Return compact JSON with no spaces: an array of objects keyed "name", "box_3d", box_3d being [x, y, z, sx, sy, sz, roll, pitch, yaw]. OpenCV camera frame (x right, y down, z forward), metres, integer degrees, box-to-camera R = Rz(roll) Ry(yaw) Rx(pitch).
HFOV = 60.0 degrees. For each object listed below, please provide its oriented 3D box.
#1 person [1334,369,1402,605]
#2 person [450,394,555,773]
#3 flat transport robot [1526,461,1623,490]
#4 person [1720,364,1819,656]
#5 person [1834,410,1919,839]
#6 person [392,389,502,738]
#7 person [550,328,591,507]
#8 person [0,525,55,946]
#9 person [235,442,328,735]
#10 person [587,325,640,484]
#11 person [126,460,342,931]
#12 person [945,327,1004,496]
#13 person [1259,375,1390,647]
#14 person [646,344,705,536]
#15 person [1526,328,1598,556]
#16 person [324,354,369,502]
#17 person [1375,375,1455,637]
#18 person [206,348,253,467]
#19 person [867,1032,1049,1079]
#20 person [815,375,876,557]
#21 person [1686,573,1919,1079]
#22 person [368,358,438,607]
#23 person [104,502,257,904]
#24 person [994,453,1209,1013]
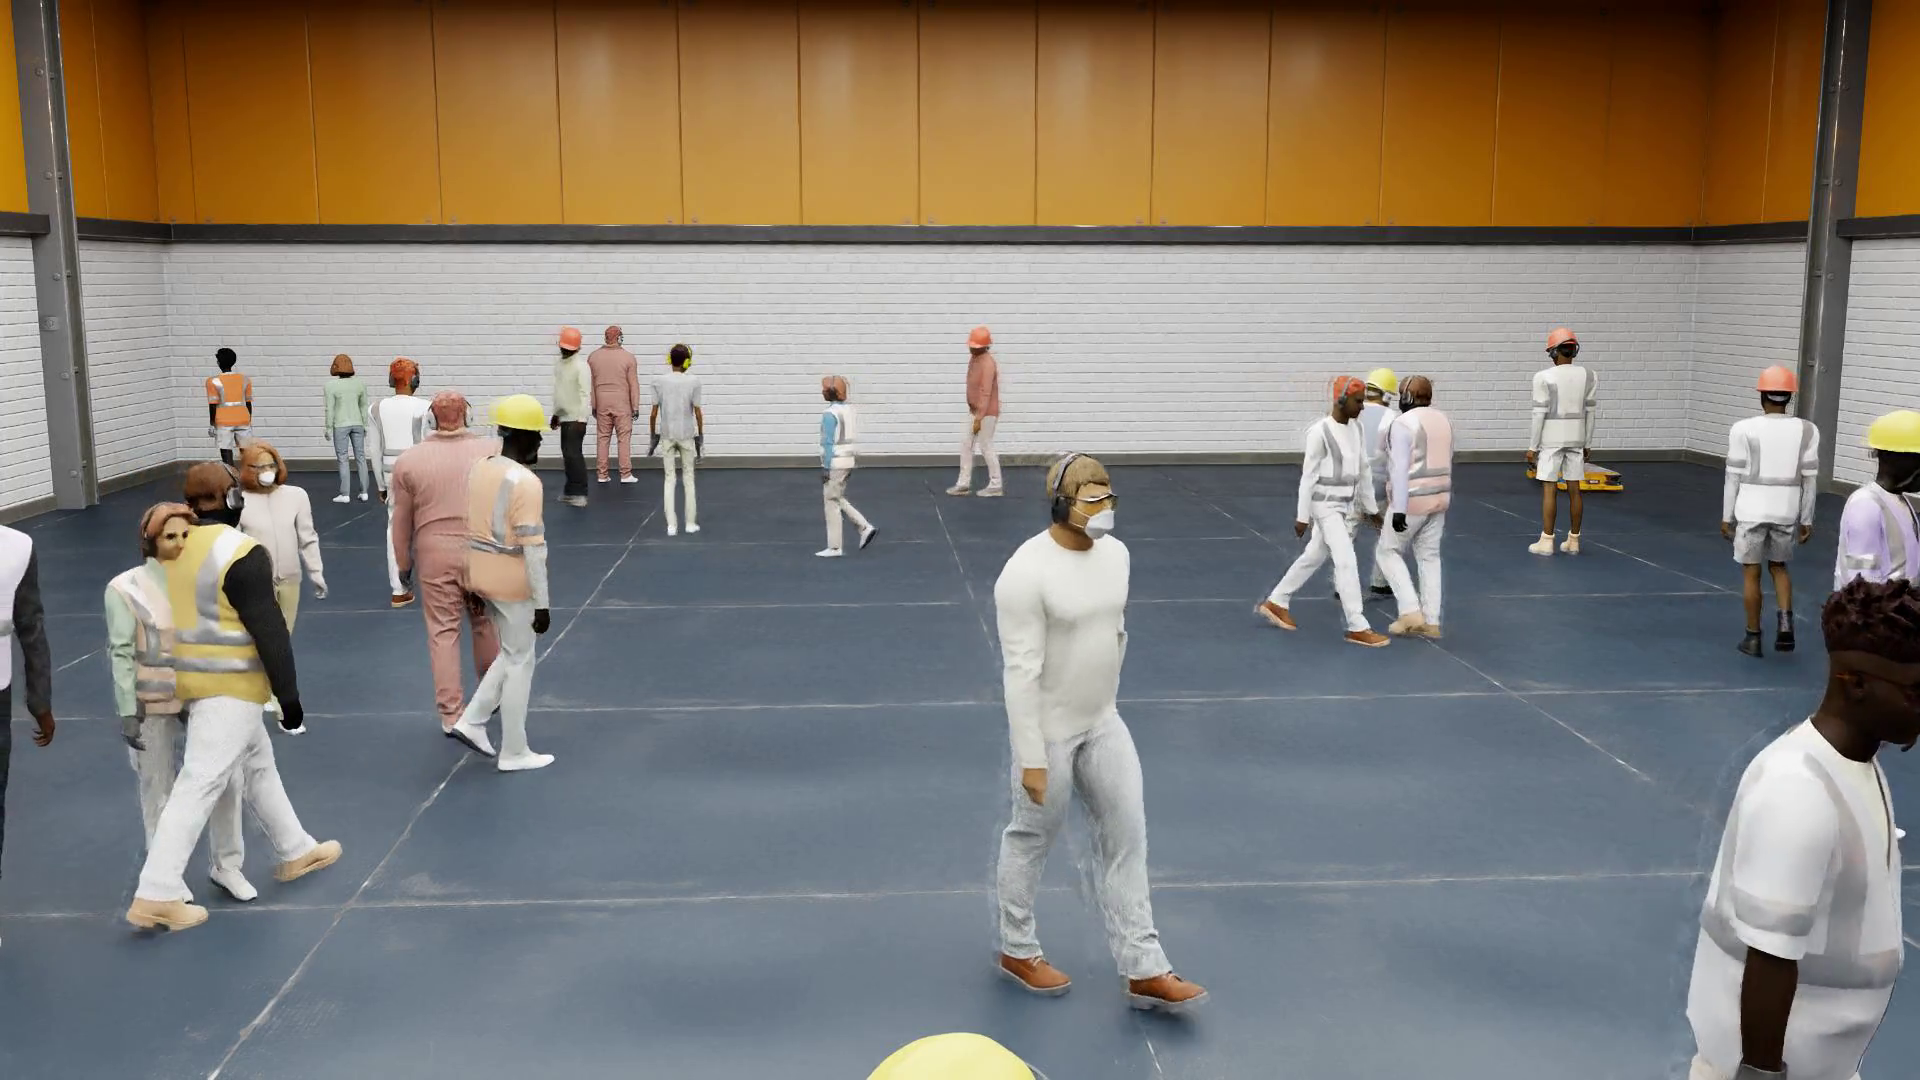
[{"name":"person","box_3d":[3.145,-0.406,12.689,0.703,1.783,0.755,9,12,43]},{"name":"person","box_3d":[-2.244,0.225,8.357,0.459,1.909,0.603,-8,12,-40]},{"name":"flat transport robot","box_3d":[7.269,-0.766,19.707,0.652,0.197,1.431,0,9,1]},{"name":"person","box_3d":[5.273,-0.179,10.867,0.543,1.923,0.444,1,9,6]},{"name":"person","box_3d":[4.015,0.398,7.242,0.393,1.923,0.628,7,11,37]},{"name":"person","box_3d":[-2.785,0.104,9.241,0.687,1.869,0.888,-2,9,-13]},{"name":"person","box_3d":[-4.248,-1.334,18.089,0.366,1.947,0.831,-6,11,-35]},{"name":"person","box_3d":[-3.658,0.592,6.077,0.617,1.897,0.477,-7,11,-37]},{"name":"person","box_3d":[-3.858,0.235,9.282,0.819,1.595,0.498,8,12,40]},{"name":"person","box_3d":[-4.137,-1.621,19.988,0.640,1.902,0.402,2,9,11]},{"name":"person","box_3d":[-2.925,0.581,6.556,0.633,1.783,0.996,7,11,36]},{"name":"person","box_3d":[0.183,-1.421,18.614,0.757,1.930,0.691,-4,10,-24]},{"name":"person","box_3d":[2.505,-0.222,11.434,0.999,1.839,0.587,8,12,40]},{"name":"person","box_3d":[-2.738,-0.958,16.061,0.557,1.857,0.473,0,9,-2]},{"name":"person","box_3d":[5.354,-0.873,14.861,0.605,2.034,0.391,-1,9,-9]},{"name":"person","box_3d":[-6.765,-1.229,18.351,0.283,1.633,0.497,8,12,41]},{"name":"person","box_3d":[3.169,-0.227,11.503,0.643,1.815,0.452,-7,11,-37]},{"name":"person","box_3d":[-8.117,-1.289,18.523,0.322,1.697,0.536,7,11,37]},{"name":"person","box_3d":[-0.003,1.349,1.776,0.524,1.760,0.327,5,10,28]},{"name":"person","box_3d":[-1.042,-0.646,14.730,0.432,1.626,0.519,2,9,13]},{"name":"person","box_3d":[1.625,0.996,3.494,0.891,1.924,0.625,8,12,40]},{"name":"person","box_3d":[-4.132,-0.424,12.510,0.574,1.886,0.356,1,9,9]},{"name":"person","box_3d":[-3.048,0.661,6.524,0.572,1.620,0.513,8,12,42]},{"name":"person","box_3d":[0.458,0.669,5.560,0.658,1.905,0.912,-9,13,-43]}]
